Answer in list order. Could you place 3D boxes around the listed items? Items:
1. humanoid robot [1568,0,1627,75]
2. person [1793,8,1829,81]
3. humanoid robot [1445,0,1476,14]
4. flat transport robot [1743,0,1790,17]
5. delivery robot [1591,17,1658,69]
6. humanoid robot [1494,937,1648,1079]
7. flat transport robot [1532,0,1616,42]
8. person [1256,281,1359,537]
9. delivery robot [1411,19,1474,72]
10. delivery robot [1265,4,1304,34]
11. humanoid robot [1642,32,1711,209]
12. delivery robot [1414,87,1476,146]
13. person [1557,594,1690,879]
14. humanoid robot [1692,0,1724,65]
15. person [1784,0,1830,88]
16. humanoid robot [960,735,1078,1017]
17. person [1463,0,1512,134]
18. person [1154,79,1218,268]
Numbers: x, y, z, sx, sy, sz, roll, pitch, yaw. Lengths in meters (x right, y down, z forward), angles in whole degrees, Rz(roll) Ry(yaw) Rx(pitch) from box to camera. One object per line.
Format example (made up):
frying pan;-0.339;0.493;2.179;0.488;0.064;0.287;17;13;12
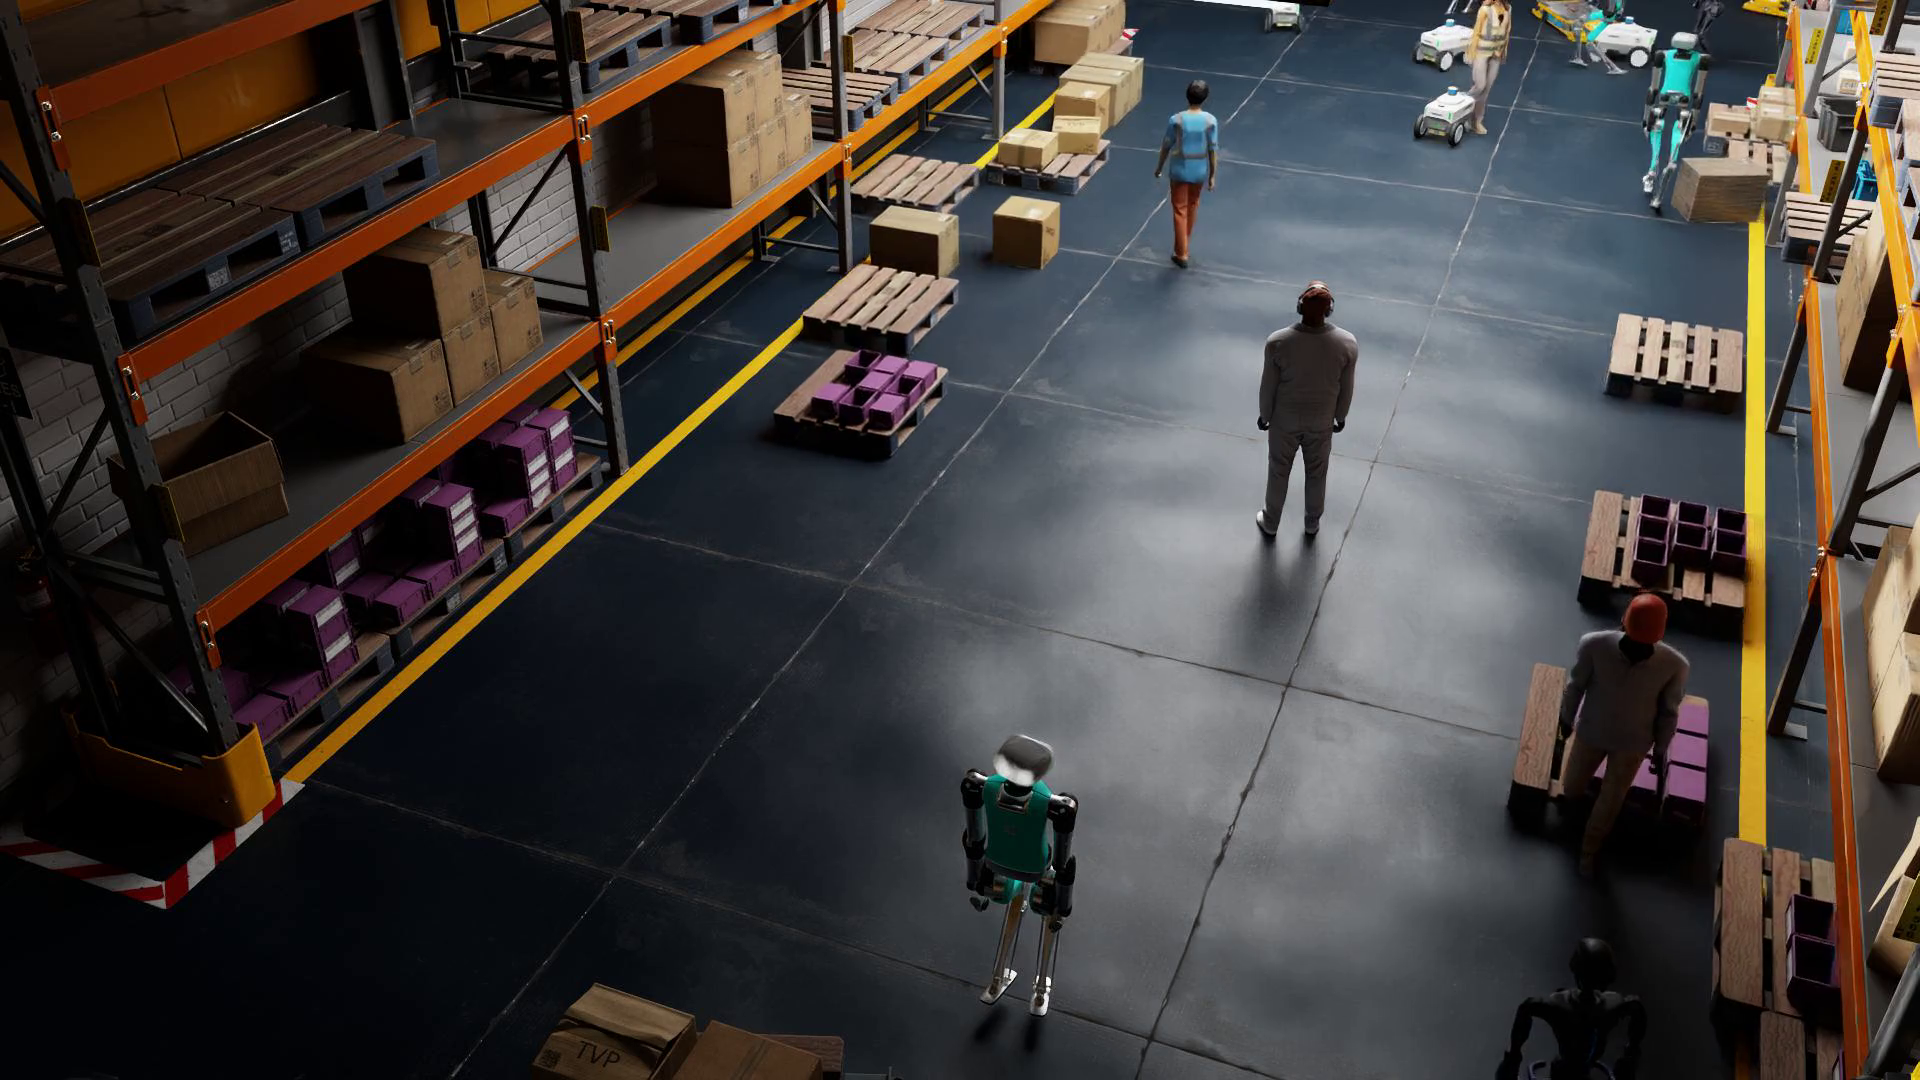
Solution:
humanoid robot;7.885;-6.590;20.454;0.969;1.756;0.554;21;38;29
person;10.597;-6.341;19.948;0.540;1.845;0.716;-17;36;-24
humanoid robot;7.060;-8.051;22.715;0.698;1.815;0.537;-23;39;-31
flat transport robot;11.672;-7.623;23.389;1.431;0.231;0.659;-27;41;-35
delivery robot;8.469;-6.340;21.131;0.765;0.585;0.499;16;36;23
humanoid robot;2.446;2.280;6.767;0.595;1.647;0.401;0;33;-1
flat transport robot;8.326;-7.013;22.445;0.659;0.231;1.431;-3;33;-5
person;2.358;-0.883;11.451;0.641;1.908;0.413;0;33;0
delivery robot;6.138;-6.269;21.022;0.765;0.585;0.499;-20;38;-27
delivery robot;4.359;-7.142;22.388;0.499;0.601;0.805;2;33;3
humanoid robot;7.083;-4.147;16.650;0.557;1.734;0.984;14;35;20
delivery robot;5.504;-4.797;18.756;0.499;0.599;0.784;23;39;31
person;3.440;0.974;8.731;0.568;1.732;0.488;14;35;20
humanoid robot;9.375;-6.740;20.721;0.362;1.639;0.586;-2;33;-2
person;10.231;-6.308;19.989;0.538;1.737;0.537;14;35;20
humanoid robot;0.341;1.500;7.799;0.533;1.672;0.735;12;35;18
person;5.911;-5.422;18.600;0.496;1.760;0.374;-13;35;-19
person;2.106;-3.453;15.575;0.531;1.750;0.609;-3;33;-5
